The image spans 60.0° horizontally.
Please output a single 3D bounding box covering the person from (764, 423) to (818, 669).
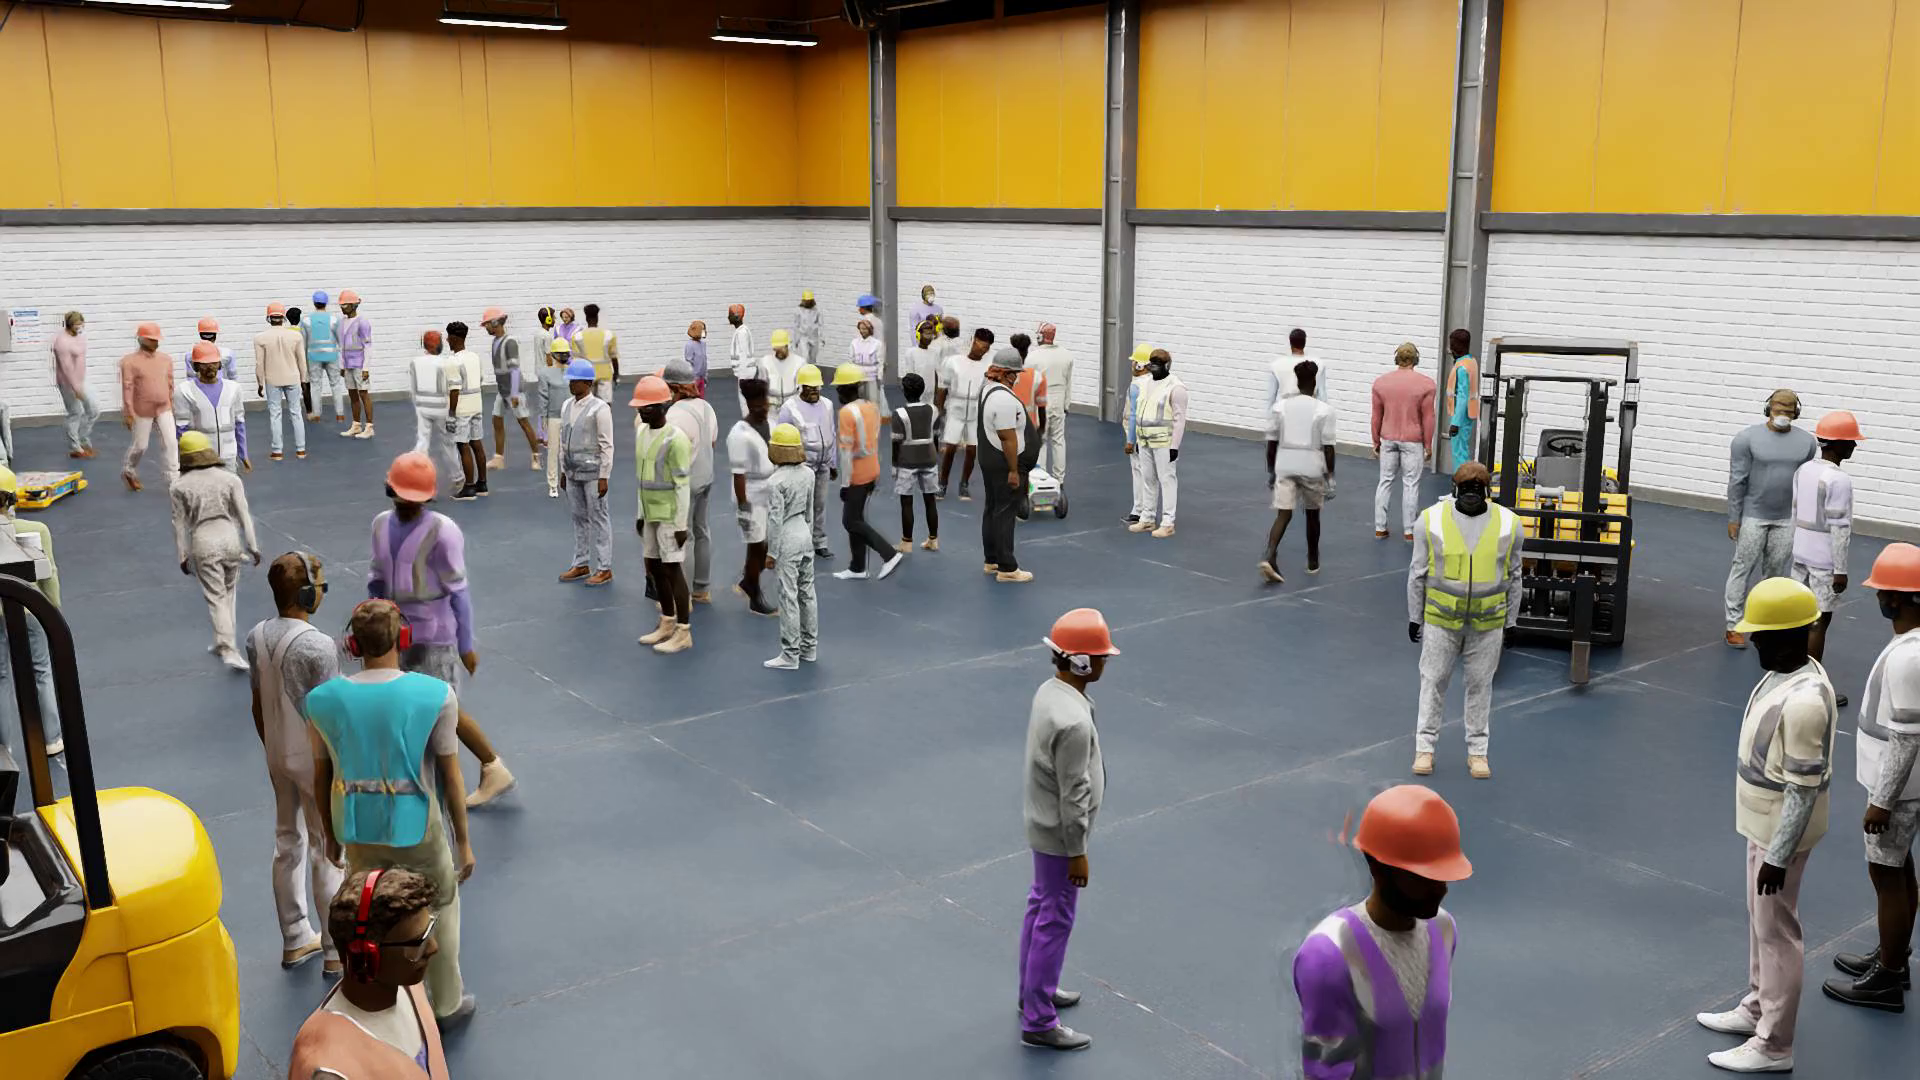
[{"bbox_3d":[-1.212,0.042,11.757,0.294,1.744,0.485,7,13,29],"label":"person"}]

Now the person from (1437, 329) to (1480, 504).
[{"bbox_3d":[5.387,-1.312,17.884,0.392,1.914,0.589,4,13,21],"label":"person"}]

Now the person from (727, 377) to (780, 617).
[{"bbox_3d":[-1.605,-0.329,13.130,0.474,1.933,0.644,6,13,27],"label":"person"}]

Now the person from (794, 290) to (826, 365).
[{"bbox_3d":[-2.569,-3.428,28.606,0.500,1.697,0.913,-4,12,-18],"label":"person"}]

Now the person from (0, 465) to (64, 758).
[{"bbox_3d":[-5.590,0.436,9.799,0.533,1.767,0.312,-5,13,-23],"label":"person"}]

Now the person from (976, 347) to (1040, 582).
[{"bbox_3d":[0.423,-0.671,14.477,0.537,2.000,0.680,-4,12,-17],"label":"person"}]

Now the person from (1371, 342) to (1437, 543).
[{"bbox_3d":[4.267,-0.940,16.063,0.624,1.932,0.373,8,14,34],"label":"person"}]

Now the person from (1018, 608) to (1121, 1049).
[{"bbox_3d":[0.429,1.121,6.571,0.392,1.739,0.577,-1,12,-3],"label":"person"}]

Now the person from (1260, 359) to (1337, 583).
[{"bbox_3d":[2.938,-0.593,14.422,0.657,1.920,0.952,6,13,26],"label":"person"}]

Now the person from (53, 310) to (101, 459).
[{"bbox_3d":[-11.138,-1.942,20.936,0.461,1.906,0.659,0,12,1],"label":"person"}]

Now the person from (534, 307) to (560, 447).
[{"bbox_3d":[-5.495,-2.167,22.154,0.321,1.860,0.517,-6,13,-27],"label":"person"}]

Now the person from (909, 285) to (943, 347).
[{"bbox_3d":[-0.504,-3.024,26.090,0.630,1.940,0.372,-10,15,-40],"label":"person"}]

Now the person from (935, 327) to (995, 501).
[{"bbox_3d":[0.080,-1.366,18.134,0.698,1.913,0.379,0,12,-1],"label":"person"}]

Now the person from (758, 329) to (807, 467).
[{"bbox_3d":[-2.054,-1.583,19.450,0.621,1.808,0.632,0,12,0],"label":"person"}]

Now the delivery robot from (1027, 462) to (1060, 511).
[{"bbox_3d":[0.785,-0.568,17.357,0.477,0.478,0.707,-3,12,-15],"label":"delivery robot"}]

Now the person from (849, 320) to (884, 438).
[{"bbox_3d":[-1.288,-2.210,22.880,0.515,1.641,0.309,5,13,22],"label":"person"}]

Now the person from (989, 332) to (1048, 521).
[{"bbox_3d":[0.557,-1.136,16.931,0.666,1.953,0.481,-2,12,-10],"label":"person"}]

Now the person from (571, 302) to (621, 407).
[{"bbox_3d":[-4.804,-2.162,21.950,0.610,1.940,0.904,-2,12,-8],"label":"person"}]

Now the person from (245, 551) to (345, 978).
[{"bbox_3d":[-2.777,0.956,7.099,0.505,1.844,0.346,6,13,27],"label":"person"}]

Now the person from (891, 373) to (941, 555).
[{"bbox_3d":[-0.412,-0.705,15.495,0.535,1.694,0.320,-7,13,-29],"label":"person"}]

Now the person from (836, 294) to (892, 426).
[{"bbox_3d":[-1.395,-2.612,24.186,0.984,1.893,0.623,4,13,20],"label":"person"}]

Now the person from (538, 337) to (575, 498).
[{"bbox_3d":[-4.409,-1.362,18.473,0.530,1.772,0.302,-7,14,-31],"label":"person"}]

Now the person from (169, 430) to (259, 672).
[{"bbox_3d":[-5.242,0.072,11.748,0.517,1.689,0.838,-10,15,-39],"label":"person"}]

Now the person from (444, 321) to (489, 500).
[{"bbox_3d":[-5.446,-1.420,18.274,0.365,1.964,0.610,4,12,17],"label":"person"}]

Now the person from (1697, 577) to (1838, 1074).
[{"bbox_3d":[3.077,1.081,6.316,0.378,1.918,0.585,4,12,19],"label":"person"}]

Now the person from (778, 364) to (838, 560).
[{"bbox_3d":[-1.362,-0.688,15.108,0.595,1.821,0.403,-10,15,-40],"label":"person"}]

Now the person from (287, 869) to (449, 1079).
[{"bbox_3d":[-1.350,1.635,3.851,0.389,1.837,0.560,0,12,0],"label":"person"}]

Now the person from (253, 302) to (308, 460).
[{"bbox_3d":[-8.577,-2.006,21.034,0.618,1.994,0.380,-8,14,-32],"label":"person"}]

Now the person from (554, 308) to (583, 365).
[{"bbox_3d":[-5.964,-2.739,25.476,0.504,1.630,0.323,4,12,17],"label":"person"}]

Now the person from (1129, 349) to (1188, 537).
[{"bbox_3d":[1.934,-0.956,16.331,0.429,1.847,0.627,-8,14,-34],"label":"person"}]

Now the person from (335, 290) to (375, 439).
[{"bbox_3d":[-8.320,-2.403,22.837,0.607,2.044,0.378,8,14,34],"label":"person"}]

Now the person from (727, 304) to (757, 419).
[{"bbox_3d":[-2.940,-2.248,22.506,0.372,1.874,0.575,-2,12,-8],"label":"person"}]

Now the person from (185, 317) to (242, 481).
[{"bbox_3d":[-8.624,-1.606,19.240,0.545,1.938,0.355,-5,13,-25],"label":"person"}]

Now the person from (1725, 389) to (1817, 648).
[{"bbox_3d":[5.953,-0.156,12.249,0.627,1.935,0.371,0,12,-1],"label":"person"}]

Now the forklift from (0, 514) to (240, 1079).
[{"bbox_3d":[-3.687,1.115,5.480,2.313,2.155,1.214,-9,15,-36],"label":"forklift"}]

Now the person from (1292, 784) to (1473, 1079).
[{"bbox_3d":[1.026,1.509,4.309,0.542,1.909,0.961,-6,13,-28],"label":"person"}]

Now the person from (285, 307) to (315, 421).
[{"bbox_3d":[-9.797,-2.592,24.599,0.531,1.692,0.320,0,12,2],"label":"person"}]

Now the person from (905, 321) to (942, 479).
[{"bbox_3d":[-0.433,-1.657,19.682,0.514,1.862,0.327,-10,16,-41],"label":"person"}]

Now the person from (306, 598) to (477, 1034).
[{"bbox_3d":[-2.154,1.105,6.436,0.604,1.810,0.746,0,12,-1],"label":"person"}]

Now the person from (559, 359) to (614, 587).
[{"bbox_3d":[-3.210,-0.582,14.265,0.605,1.951,0.380,8,14,35],"label":"person"}]

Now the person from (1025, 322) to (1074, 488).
[{"bbox_3d":[0.967,-1.515,18.866,0.642,1.913,0.410,-8,14,-33],"label":"person"}]

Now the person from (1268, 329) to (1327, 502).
[{"bbox_3d":[3.710,-1.369,18.280,0.644,1.871,0.861,2,12,9],"label":"person"}]

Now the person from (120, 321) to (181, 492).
[{"bbox_3d":[-9.048,-1.463,18.521,0.964,1.954,0.630,8,14,35],"label":"person"}]

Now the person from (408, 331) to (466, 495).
[{"bbox_3d":[-5.874,-1.423,18.619,0.593,1.837,0.978,2,12,10],"label":"person"}]

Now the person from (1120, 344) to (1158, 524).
[{"bbox_3d":[1.858,-1.080,16.947,0.404,1.837,0.590,8,14,33],"label":"person"}]

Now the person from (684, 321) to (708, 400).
[{"bbox_3d":[-3.622,-2.208,22.914,0.287,1.626,0.497,4,12,19],"label":"person"}]

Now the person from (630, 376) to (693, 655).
[{"bbox_3d":[-2.199,-0.184,12.149,0.404,2.036,0.613,-10,15,-39],"label":"person"}]

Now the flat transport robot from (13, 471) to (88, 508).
[{"bbox_3d":[-10.172,-0.566,18.265,0.652,0.197,1.431,-2,12,-10],"label":"flat transport robot"}]

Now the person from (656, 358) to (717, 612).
[{"bbox_3d":[-2.270,-0.449,13.403,0.538,2.000,0.683,4,12,19],"label":"person"}]

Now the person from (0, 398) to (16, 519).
[{"bbox_3d":[-9.343,-0.819,15.939,0.320,1.737,0.485,10,15,40],"label":"person"}]

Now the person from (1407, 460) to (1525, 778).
[{"bbox_3d":[2.883,0.454,9.526,0.633,1.841,0.429,2,12,11],"label":"person"}]

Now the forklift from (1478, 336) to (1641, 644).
[{"bbox_3d":[4.683,-0.471,13.136,1.214,2.155,2.313,4,12,20],"label":"forklift"}]

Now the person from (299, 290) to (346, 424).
[{"bbox_3d":[-9.341,-2.680,24.411,0.619,1.944,0.407,-4,12,-18],"label":"person"}]

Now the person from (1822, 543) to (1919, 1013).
[{"bbox_3d":[3.809,0.967,6.822,0.367,1.932,0.551,9,15,37],"label":"person"}]

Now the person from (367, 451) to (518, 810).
[{"bbox_3d":[-2.901,0.496,8.960,0.711,2.005,0.688,9,14,36],"label":"person"}]

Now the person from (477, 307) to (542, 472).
[{"bbox_3d":[-5.453,-1.802,20.100,0.699,1.995,0.659,-9,15,-38],"label":"person"}]

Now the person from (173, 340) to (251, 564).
[{"bbox_3d":[-6.697,-0.771,14.953,0.605,2.045,0.377,-11,16,-42],"label":"person"}]

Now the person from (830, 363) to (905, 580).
[{"bbox_3d":[-0.829,-0.560,14.285,0.631,1.904,0.621,3,12,16],"label":"person"}]

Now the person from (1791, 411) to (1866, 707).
[{"bbox_3d":[5.667,0.117,10.919,0.361,1.939,0.543,0,12,-2],"label":"person"}]

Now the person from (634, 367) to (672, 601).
[{"bbox_3d":[-2.418,-0.471,13.769,0.377,1.932,0.551,8,14,32],"label":"person"}]
